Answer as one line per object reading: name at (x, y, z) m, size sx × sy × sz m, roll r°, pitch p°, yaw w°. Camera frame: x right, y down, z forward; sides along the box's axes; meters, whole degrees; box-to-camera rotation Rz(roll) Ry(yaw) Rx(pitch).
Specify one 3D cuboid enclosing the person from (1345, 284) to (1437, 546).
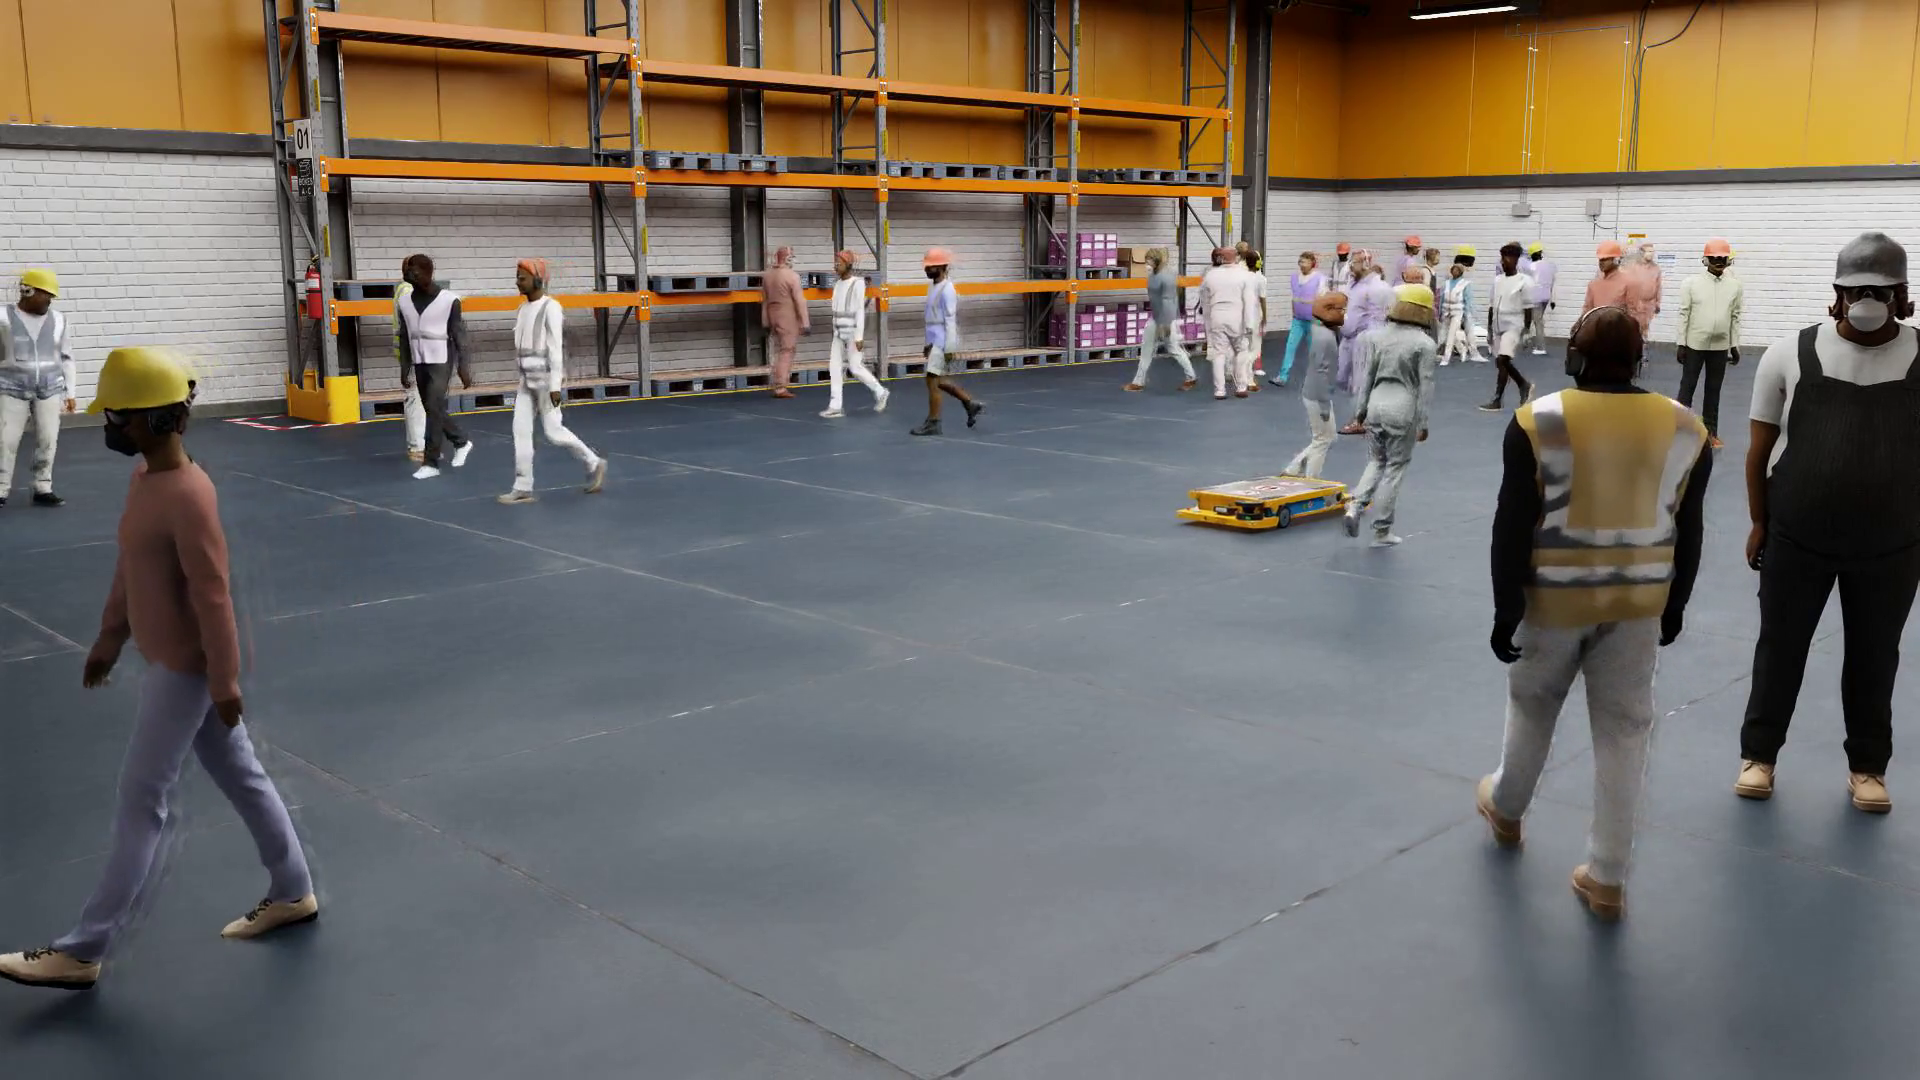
person at (2.830, -0.800, 10.791) m, size 0.457 × 1.710 × 0.527 m, roll -9°, pitch 14°, yaw -40°

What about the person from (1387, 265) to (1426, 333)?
person at (5.842, -2.761, 21.730) m, size 0.531 × 1.630 × 0.378 m, roll 0°, pitch 10°, yaw 0°

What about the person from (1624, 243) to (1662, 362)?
person at (10.961, -3.805, 26.675) m, size 0.669 × 1.894 × 0.432 m, roll -2°, pitch 11°, yaw -13°

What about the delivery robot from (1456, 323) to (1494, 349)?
delivery robot at (8.658, -3.397, 27.868) m, size 0.707 × 0.478 × 0.477 m, roll 6°, pitch 12°, yaw 30°

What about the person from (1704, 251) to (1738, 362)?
person at (12.052, -3.728, 26.507) m, size 0.782 × 1.800 × 0.627 m, roll 7°, pitch 13°, yaw 35°

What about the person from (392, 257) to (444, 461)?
person at (-4.877, -1.635, 15.002) m, size 0.429 × 1.841 × 0.634 m, roll -4°, pitch 11°, yaw -20°

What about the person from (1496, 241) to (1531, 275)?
person at (9.876, -4.372, 29.712) m, size 0.644 × 1.914 × 0.473 m, roll 6°, pitch 12°, yaw 28°

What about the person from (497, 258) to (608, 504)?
person at (-3.136, -1.213, 12.665) m, size 0.839 × 1.857 × 0.583 m, roll -10°, pitch 14°, yaw -43°

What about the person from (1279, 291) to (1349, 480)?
person at (2.653, -1.036, 12.343) m, size 0.408 × 1.613 × 0.548 m, roll 2°, pitch 11°, yaw 10°

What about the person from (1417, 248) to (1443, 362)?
person at (7.440, -3.743, 26.579) m, size 0.774 × 1.803 × 0.576 m, roll 7°, pitch 12°, yaw 33°

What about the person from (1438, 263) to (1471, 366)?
person at (7.756, -3.529, 25.994) m, size 0.753 × 1.605 × 0.526 m, roll -8°, pitch 13°, yaw -36°

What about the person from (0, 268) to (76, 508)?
person at (-6.899, -1.106, 12.280) m, size 0.692 × 1.783 × 0.453 m, roll -10°, pitch 14°, yaw -43°

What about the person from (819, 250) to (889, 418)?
person at (-1.202, -2.304, 18.615) m, size 0.817 × 1.859 × 0.585 m, roll -8°, pitch 13°, yaw -38°

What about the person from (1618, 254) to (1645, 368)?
person at (9.929, -3.456, 25.058) m, size 0.594 × 1.805 × 0.988 m, roll -6°, pitch 12°, yaw -29°

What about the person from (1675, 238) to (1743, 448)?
person at (7.106, -1.859, 15.801) m, size 0.608 × 1.996 × 0.381 m, roll 0°, pitch 10°, yaw 0°

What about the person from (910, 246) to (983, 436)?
person at (-0.138, -2.015, 16.888) m, size 0.746 × 1.915 × 0.558 m, roll -3°, pitch 11°, yaw -16°

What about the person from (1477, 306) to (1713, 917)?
person at (1.945, 0.179, 5.204) m, size 0.661 × 1.799 × 0.917 m, roll 1°, pitch 10°, yaw 4°

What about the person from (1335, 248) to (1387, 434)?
person at (4.037, -2.012, 16.908) m, size 0.419 × 1.892 × 0.673 m, roll -3°, pitch 11°, yaw -15°

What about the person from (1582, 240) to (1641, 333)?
person at (6.541, -2.066, 17.025) m, size 0.911 × 1.955 × 0.666 m, roll -5°, pitch 11°, yaw -25°

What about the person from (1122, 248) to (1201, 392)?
person at (2.650, -2.836, 21.515) m, size 1.035 × 1.870 × 0.697 m, roll -4°, pitch 11°, yaw -19°

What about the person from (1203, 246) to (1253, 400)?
person at (3.366, -2.687, 20.635) m, size 0.652 × 1.878 × 0.764 m, roll 5°, pitch 11°, yaw 25°

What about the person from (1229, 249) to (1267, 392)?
person at (3.690, -2.797, 21.345) m, size 0.674 × 1.850 × 0.513 m, roll -10°, pitch 15°, yaw -44°

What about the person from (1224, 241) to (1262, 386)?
person at (3.779, -3.044, 22.423) m, size 0.629 × 1.940 × 0.373 m, roll 6°, pitch 12°, yaw 31°

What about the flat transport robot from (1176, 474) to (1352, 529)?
flat transport robot at (2.245, -0.289, 11.947) m, size 0.652 × 0.197 × 1.431 m, roll 10°, pitch 14°, yaw 43°

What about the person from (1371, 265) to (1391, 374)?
person at (6.132, -3.287, 24.690) m, size 0.506 × 1.600 × 0.832 m, roll -1°, pitch 10°, yaw -6°

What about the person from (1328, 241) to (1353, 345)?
person at (6.857, -4.405, 29.935) m, size 0.573 × 1.909 × 0.413 m, roll 10°, pitch 14°, yaw 43°

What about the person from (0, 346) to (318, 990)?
person at (-2.222, 0.343, 4.545) m, size 0.867 × 1.726 × 0.534 m, roll -6°, pitch 12°, yaw -32°

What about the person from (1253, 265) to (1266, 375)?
person at (4.119, -3.213, 23.888) m, size 0.800 × 1.741 × 0.523 m, roll -10°, pitch 14°, yaw -43°

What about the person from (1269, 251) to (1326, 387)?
person at (4.511, -2.903, 22.022) m, size 0.931 × 1.796 × 0.579 m, roll -8°, pitch 13°, yaw -37°

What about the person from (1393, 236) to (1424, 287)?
person at (7.947, -4.356, 29.392) m, size 0.866 × 2.003 × 0.673 m, roll 0°, pitch 10°, yaw -1°

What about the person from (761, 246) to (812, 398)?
person at (-2.110, -2.711, 20.735) m, size 0.621 × 1.883 × 0.661 m, roll -9°, pitch 14°, yaw -40°

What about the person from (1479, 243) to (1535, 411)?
person at (6.404, -2.463, 19.280) m, size 0.846 × 1.940 × 0.603 m, roll -5°, pitch 12°, yaw -26°

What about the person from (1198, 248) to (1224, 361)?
person at (4.178, -3.822, 26.977) m, size 0.637 × 1.823 × 0.618 m, roll 5°, pitch 11°, yaw 24°

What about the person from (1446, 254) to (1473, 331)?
person at (9.047, -4.338, 30.151) m, size 0.548 × 1.680 × 0.380 m, roll 9°, pitch 14°, yaw 41°

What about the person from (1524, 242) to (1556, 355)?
person at (9.800, -4.101, 28.282) m, size 0.586 × 1.896 × 0.594 m, roll -4°, pitch 11°, yaw -22°

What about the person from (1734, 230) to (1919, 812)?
person at (3.124, -0.056, 5.849) m, size 0.681 × 2.000 × 0.536 m, roll 5°, pitch 11°, yaw 24°

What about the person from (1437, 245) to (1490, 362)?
person at (7.980, -3.779, 26.641) m, size 0.996 × 1.886 × 0.603 m, roll 5°, pitch 11°, yaw 24°

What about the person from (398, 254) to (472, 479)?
person at (-4.473, -1.506, 14.210) m, size 0.599 × 1.875 × 0.935 m, roll 4°, pitch 11°, yaw 19°
